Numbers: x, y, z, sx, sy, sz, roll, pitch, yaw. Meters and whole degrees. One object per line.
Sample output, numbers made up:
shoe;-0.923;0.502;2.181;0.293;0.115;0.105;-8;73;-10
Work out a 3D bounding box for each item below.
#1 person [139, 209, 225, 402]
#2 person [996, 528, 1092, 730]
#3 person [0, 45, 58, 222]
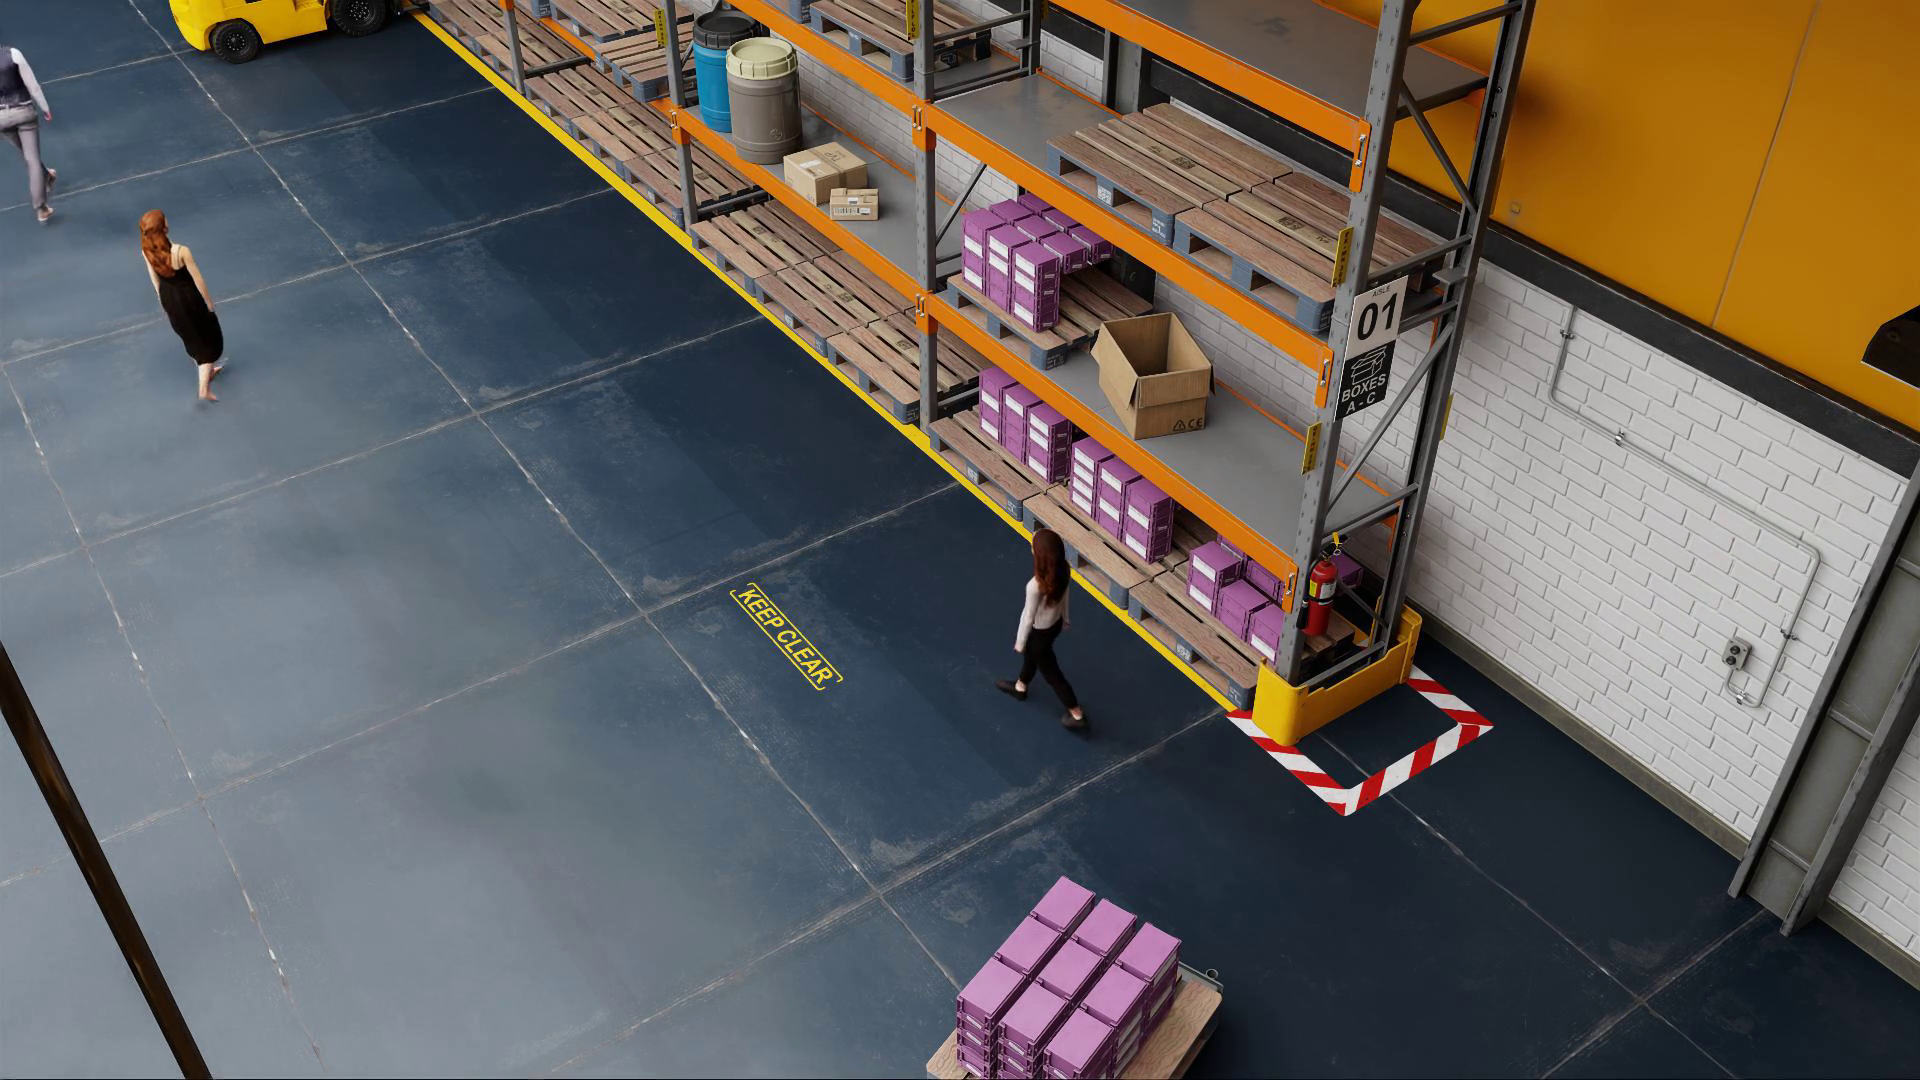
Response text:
person;-6.184;-1.864;13.194;0.853;1.640;0.925;4;39;6
person;0.578;0.580;10.280;1.036;1.456;0.754;25;45;28
person;-8.848;-3.916;15.563;1.035;1.889;1.331;-6;39;-8
